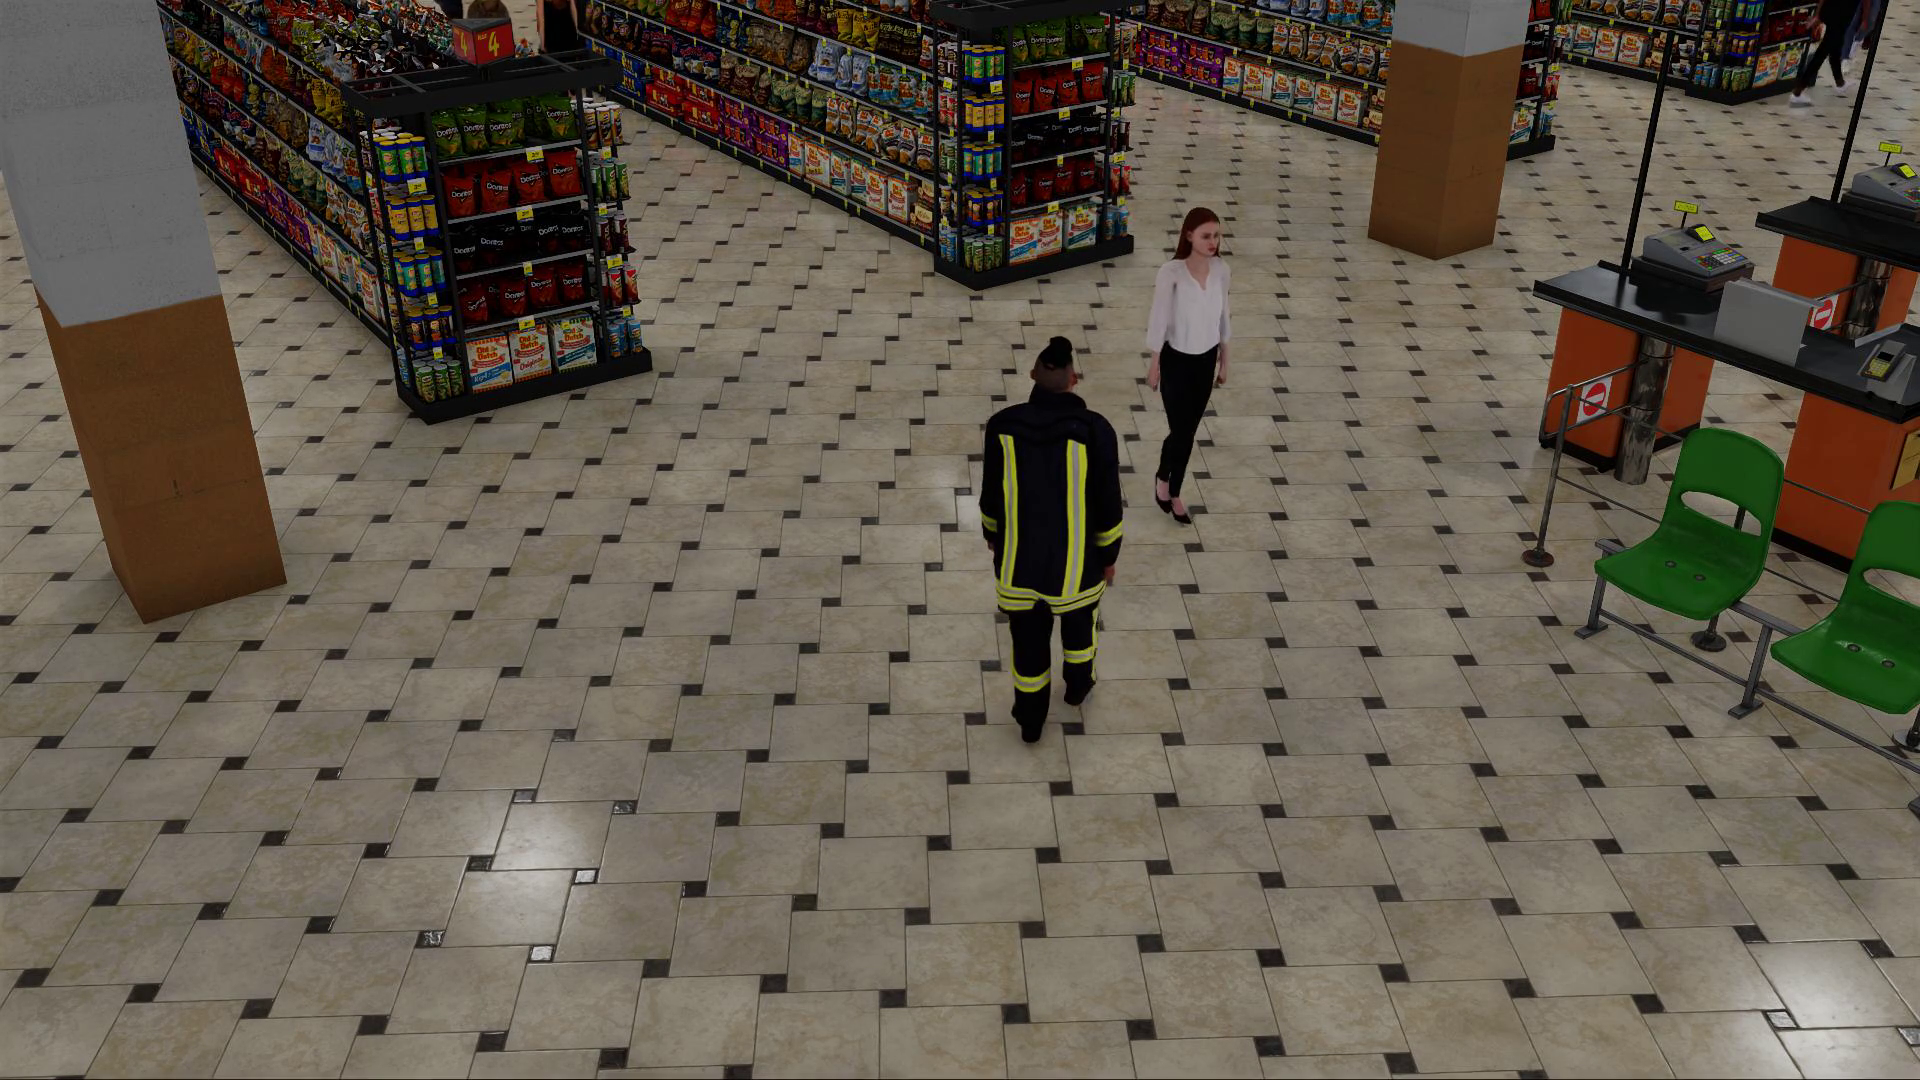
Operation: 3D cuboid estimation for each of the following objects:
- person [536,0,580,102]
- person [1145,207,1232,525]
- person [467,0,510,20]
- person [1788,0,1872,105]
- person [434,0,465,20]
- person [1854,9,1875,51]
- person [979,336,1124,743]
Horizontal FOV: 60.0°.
[{"bbox_3d":[-3.859,-4.857,16.158,0.603,1.605,0.750,-19,34,-31],"label":"person"},{"bbox_3d":[1.155,-0.923,8.800,0.644,1.751,0.617,-14,32,-24],"label":"person"},{"bbox_3d":[-4.488,-4.682,16.004,0.660,1.446,0.715,-9,30,-15],"label":"person"},{"bbox_3d":[8.754,-5.212,16.718,0.901,1.691,1.158,-10,30,-18],"label":"person"},{"bbox_3d":[-5.980,-6.724,19.338,0.852,1.834,0.752,1,29,1],"label":"person"},{"bbox_3d":[10.601,-6.562,19.213,1.113,1.671,1.044,12,31,21],"label":"person"},{"bbox_3d":[0.364,0.047,6.928,1.012,1.844,1.071,5,29,9],"label":"person"}]
